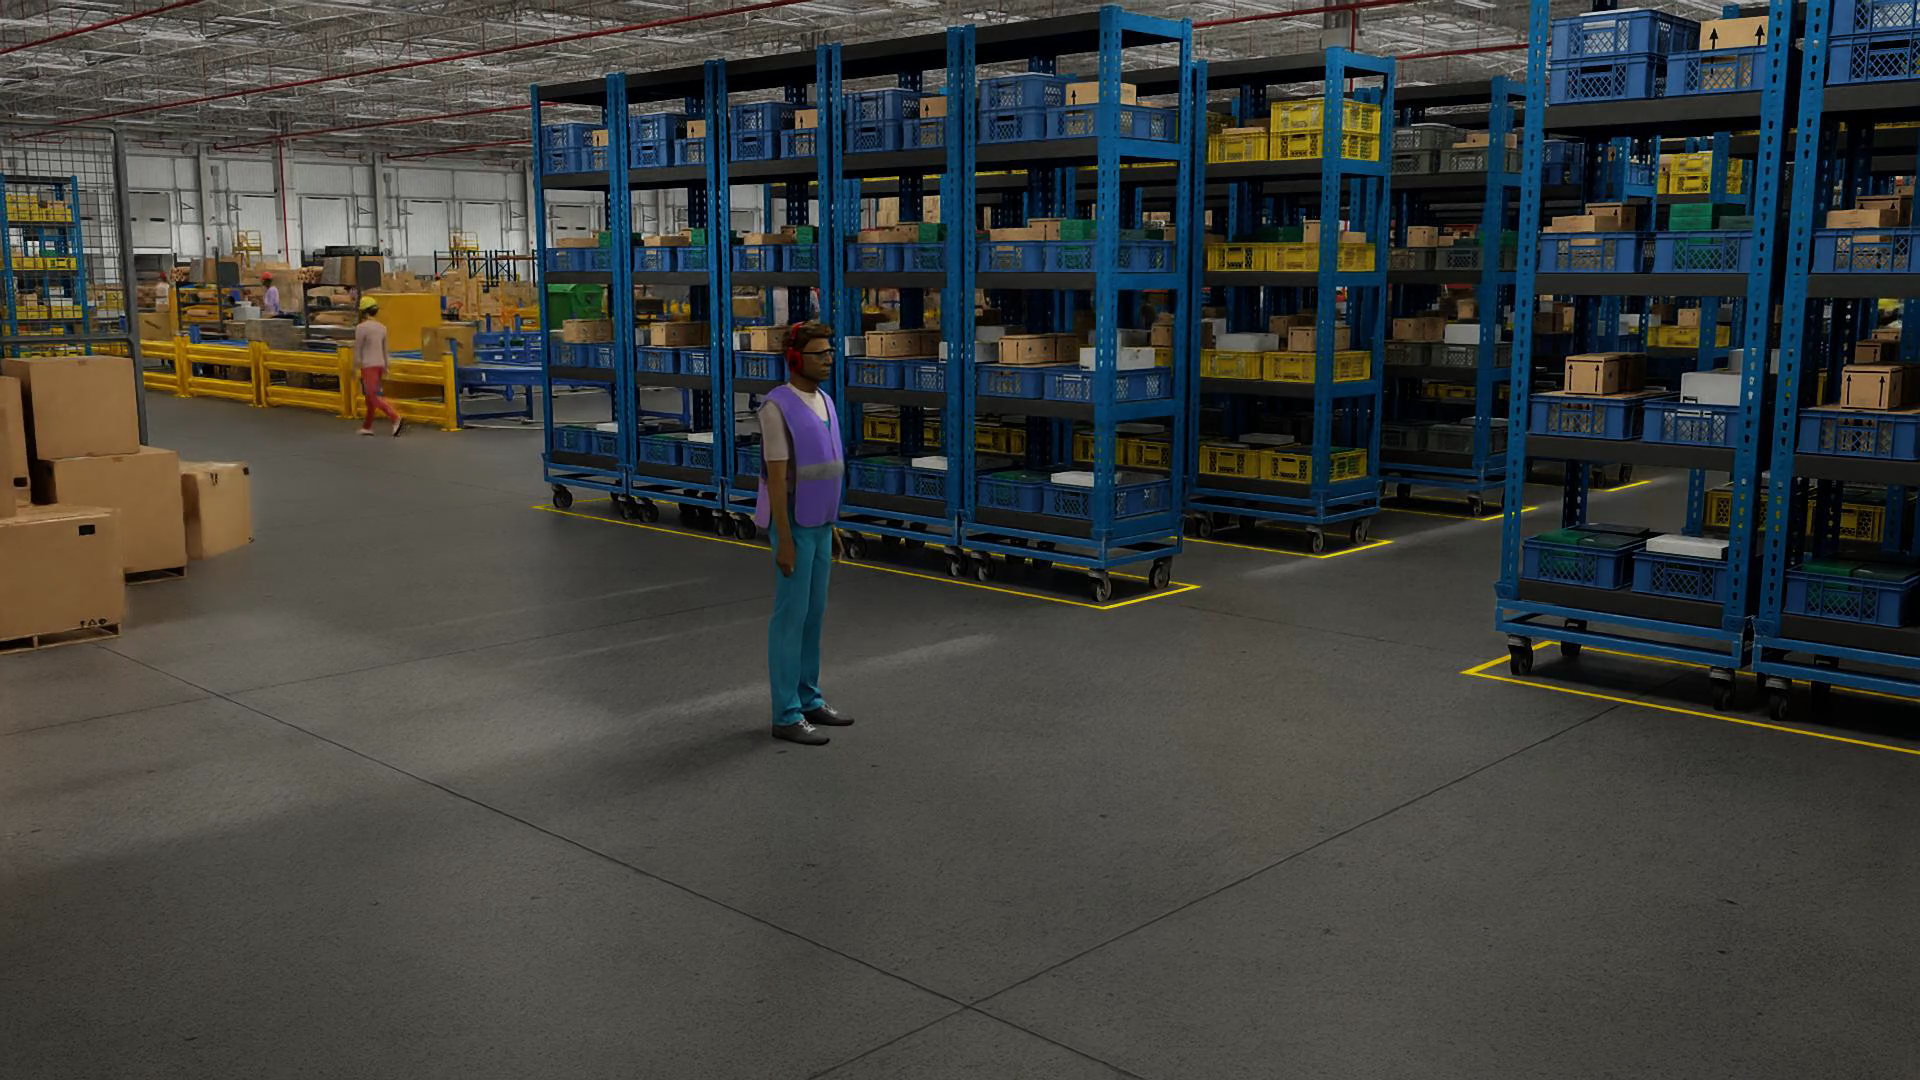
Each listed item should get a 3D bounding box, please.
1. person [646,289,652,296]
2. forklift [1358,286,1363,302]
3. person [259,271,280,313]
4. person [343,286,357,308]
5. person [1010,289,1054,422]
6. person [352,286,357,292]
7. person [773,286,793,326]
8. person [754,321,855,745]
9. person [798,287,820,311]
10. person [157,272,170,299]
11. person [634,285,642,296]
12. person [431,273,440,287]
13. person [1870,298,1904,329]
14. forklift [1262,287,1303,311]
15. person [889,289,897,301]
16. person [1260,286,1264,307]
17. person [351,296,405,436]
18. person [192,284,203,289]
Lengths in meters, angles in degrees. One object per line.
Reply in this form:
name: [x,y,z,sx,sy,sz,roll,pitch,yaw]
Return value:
person: [-17.080,-13.759,91.376,0.641,1.882,1.004,8,12,40]
forklift: [11.100,-7.017,46.970,1.873,2.768,1.129,9,13,43]
person: [-15.931,-5.236,38.685,0.652,2.029,0.616,-8,12,-40]
person: [-14.345,-5.288,39.378,0.915,1.909,0.548,-4,10,-26]
person: [0.629,-1.427,15.559,1.008,1.937,0.645,8,12,40]
person: [-31.896,-13.093,87.134,0.595,1.924,0.374,0,9,1]
person: [-4.030,-5.060,38.028,0.640,1.882,0.840,2,9,12]
person: [-0.698,-0.040,7.356,0.390,1.846,0.564,3,10,17]
person: [-4.127,-6.240,45.567,0.598,1.791,0.927,-7,12,-37]
person: [-26.482,-7.915,55.257,0.783,1.973,0.621,1,9,5]
person: [-17.866,-13.745,91.580,0.626,1.796,0.976,8,12,41]
person: [-21.131,-9.875,67.444,0.554,1.920,0.768,-4,10,-24]
person: [9.846,-1.717,17.714,0.404,1.830,0.609,2,9,9]
forklift: [10.769,-8.203,54.240,1.129,2.768,1.873,8,12,42]
person: [-2.332,-8.310,58.304,0.308,1.769,0.524,3,10,18]
person: [10.890,-8.852,60.815,0.605,2.033,0.396,2,10,13]
person: [-7.211,-2.143,20.561,0.771,1.741,0.522,3,10,17]
person: [-22.401,-6.804,49.267,0.856,1.704,0.490,-6,11,-33]
